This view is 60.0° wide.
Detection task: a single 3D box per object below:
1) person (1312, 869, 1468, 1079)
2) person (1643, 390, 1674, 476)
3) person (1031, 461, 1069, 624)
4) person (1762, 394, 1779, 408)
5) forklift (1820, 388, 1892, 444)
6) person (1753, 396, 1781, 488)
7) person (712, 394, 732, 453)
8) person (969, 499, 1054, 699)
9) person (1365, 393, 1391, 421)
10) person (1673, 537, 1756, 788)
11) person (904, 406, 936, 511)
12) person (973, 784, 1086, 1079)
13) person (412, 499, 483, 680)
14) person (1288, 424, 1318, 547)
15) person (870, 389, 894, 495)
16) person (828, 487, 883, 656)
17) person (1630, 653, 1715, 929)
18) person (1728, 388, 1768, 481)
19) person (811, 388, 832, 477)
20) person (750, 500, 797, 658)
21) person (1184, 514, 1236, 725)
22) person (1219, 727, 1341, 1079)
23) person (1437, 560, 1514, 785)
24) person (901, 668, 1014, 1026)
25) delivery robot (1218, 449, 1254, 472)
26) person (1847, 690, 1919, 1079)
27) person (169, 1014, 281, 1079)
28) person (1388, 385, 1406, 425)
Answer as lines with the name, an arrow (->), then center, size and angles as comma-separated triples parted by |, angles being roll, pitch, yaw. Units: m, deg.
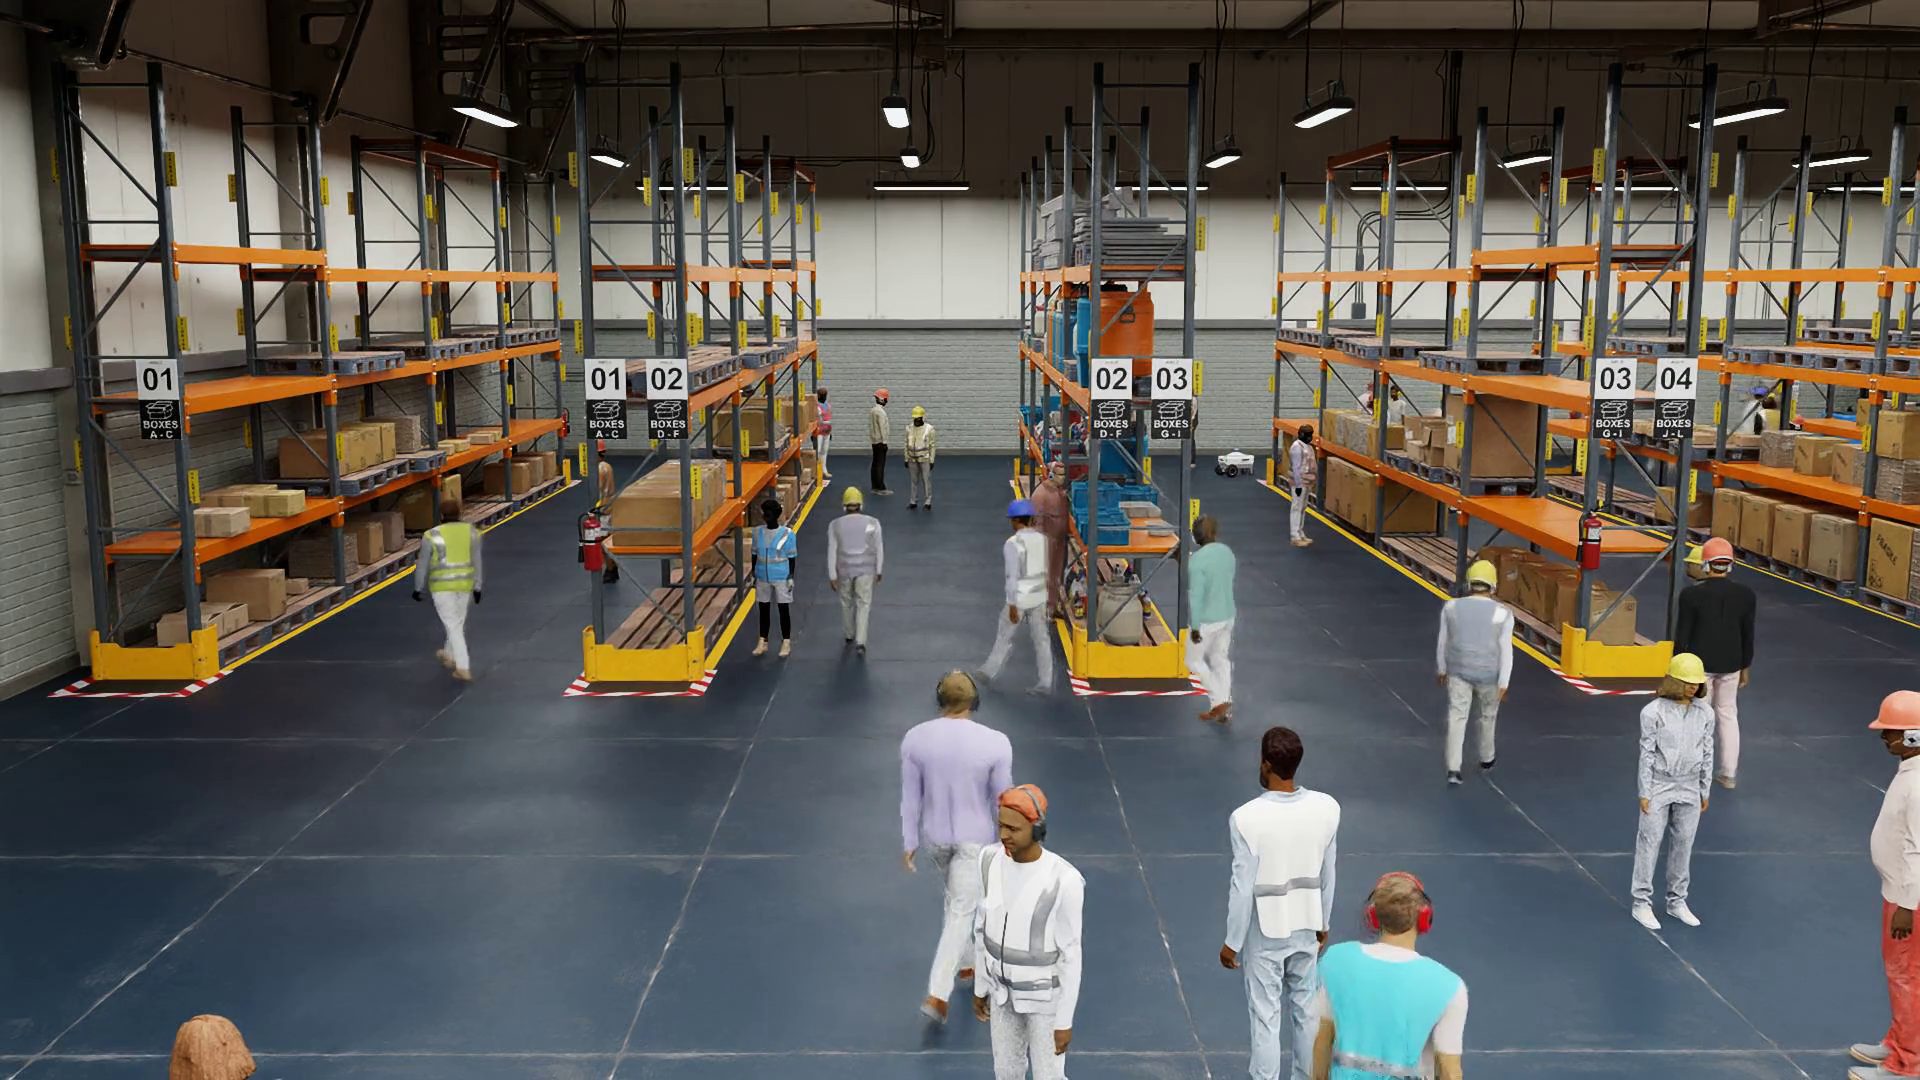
person -> 1.543, 2.146, 6.126 | 0.613, 1.804, 0.797 | 6, 11, 33
person -> 14.350, -2.259, 34.078 | 0.777, 1.918, 0.629 | -2, 9, -15
person -> 1.089, 0.023, 19.480 | 0.401, 1.895, 0.655 | 6, 11, 33
person -> 16.304, -2.091, 33.584 | 0.326, 1.735, 0.491 | 0, 9, -1
forklift -> 20.072, -3.110, 36.462 | 1.873, 2.768, 1.129 | 0, 9, 0
person -> 15.293, -1.817, 31.512 | 0.630, 1.832, 0.431 | -1, 9, -9
person -> -5.044, -2.511, 35.443 | 0.611, 1.995, 0.375 | 5, 10, 28
person -> 0.545, 0.554, 16.055 | 1.001, 1.890, 0.631 | 9, 12, 44
person -> 7.726, -1.783, 31.010 | 0.554, 1.922, 0.390 | 0, 9, 3
person -> 5.900, 0.968, 13.065 | 0.616, 1.992, 0.396 | 0, 9, -2
person -> -0.709, -1.418, 28.975 | 0.598, 1.824, 0.403 | 4, 10, 25
person -> 0.280, 1.952, 7.107 | 0.573, 1.880, 0.359 | 8, 12, 43
person -> -5.181, 0.483, 16.842 | 0.634, 1.794, 0.947 | -8, 12, -43
person -> 5.187, -0.832, 25.151 | 0.430, 1.839, 0.619 | 4, 10, 26
person -> -1.483, -1.834, 31.106 | 0.390, 1.990, 0.610 | -3, 9, -21
person -> -1.122, 0.329, 17.828 | 0.579, 1.796, 0.920 | 0, 9, 1
person -> 4.403, 1.539, 10.237 | 0.482, 1.734, 0.329 | -1, 9, -6
person -> 15.866, -2.101, 33.224 | 1.012, 1.862, 0.641 | -2, 9, -12
person -> -2.809, -2.163, 33.707 | 0.429, 1.839, 0.634 | 6, 11, 33
person -> -1.986, 0.405, 17.655 | 0.532, 1.693, 0.319 | 3, 9, 17
person -> 2.252, 0.726, 14.894 | 0.473, 1.916, 0.642 | 9, 12, 44
person -> 1.505, 1.821, 7.818 | 0.587, 1.920, 0.391 | -4, 10, -25
person -> 4.084, 1.049, 13.235 | 0.606, 1.789, 0.927 | 5, 10, 29
person -> -0.029, 1.642, 9.072 | 0.637, 1.906, 1.007 | 4, 10, 24
delivery robot -> 5.654, -1.621, 34.034 | 0.707, 0.478, 0.477 | -4, 9, -23
person -> 4.680, 1.724, 8.257 | 0.411, 1.980, 0.631 | 4, 10, 25
person -> -2.385, 2.339, 5.449 | 0.294, 1.627, 0.499 | 7, 11, 38
person -> 8.983, -2.270, 34.357 | 0.338, 1.860, 0.498 | -6, 11, -34
